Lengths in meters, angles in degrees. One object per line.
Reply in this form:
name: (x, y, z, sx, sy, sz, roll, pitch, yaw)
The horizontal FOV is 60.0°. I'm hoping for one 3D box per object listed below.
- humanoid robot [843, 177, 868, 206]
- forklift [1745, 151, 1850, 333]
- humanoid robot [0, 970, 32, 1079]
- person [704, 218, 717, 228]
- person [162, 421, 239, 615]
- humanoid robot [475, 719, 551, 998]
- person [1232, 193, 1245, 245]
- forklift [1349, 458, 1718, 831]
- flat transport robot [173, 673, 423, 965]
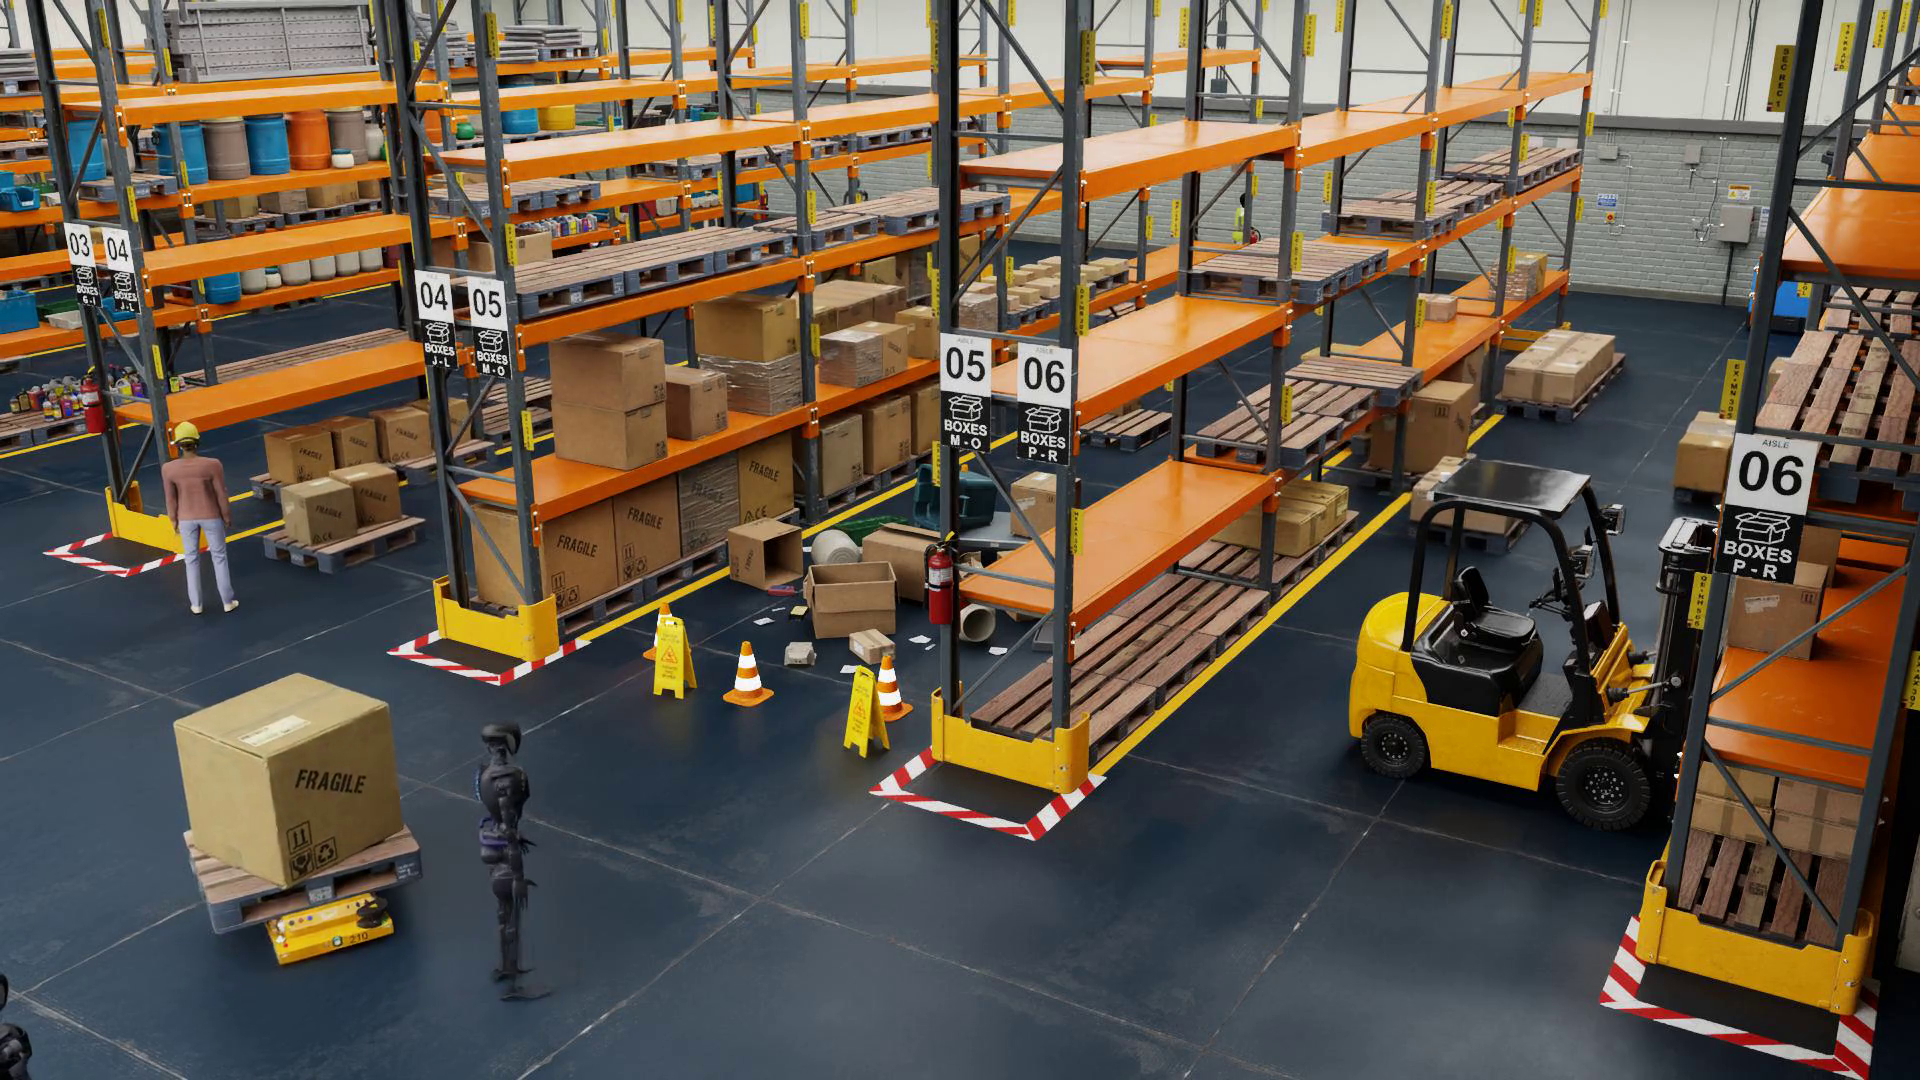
humanoid robot: (-2.040, -6.333, 32.820, 0.590, 1.624, 0.769, -10, 21, -27)
forklift: (13.620, -4.667, 26.137, 1.873, 2.768, 1.129, 11, 22, 29)
humanoid robot: (-4.049, 2.545, 7.100, 0.584, 1.639, 0.331, 11, 22, 29)
person: (-5.239, -7.063, 34.866, 0.489, 1.688, 0.346, -6, 20, -16)
person: (-6.808, -0.198, 14.911, 0.523, 1.761, 0.345, -4, 20, -12)
humanoid robot: (-2.544, 1.767, 9.347, 0.343, 1.659, 0.597, -6, 20, -17)
person: (5.132, -5.471, 30.262, 0.323, 1.685, 0.539, -2, 19, -5)
forklift: (3.988, 0.658, 11.776, 2.313, 2.155, 1.214, 11, 22, 29)
flat transport robot: (-4.072, 2.156, 10.381, 0.659, 0.231, 1.431, -12, 22, -30)
